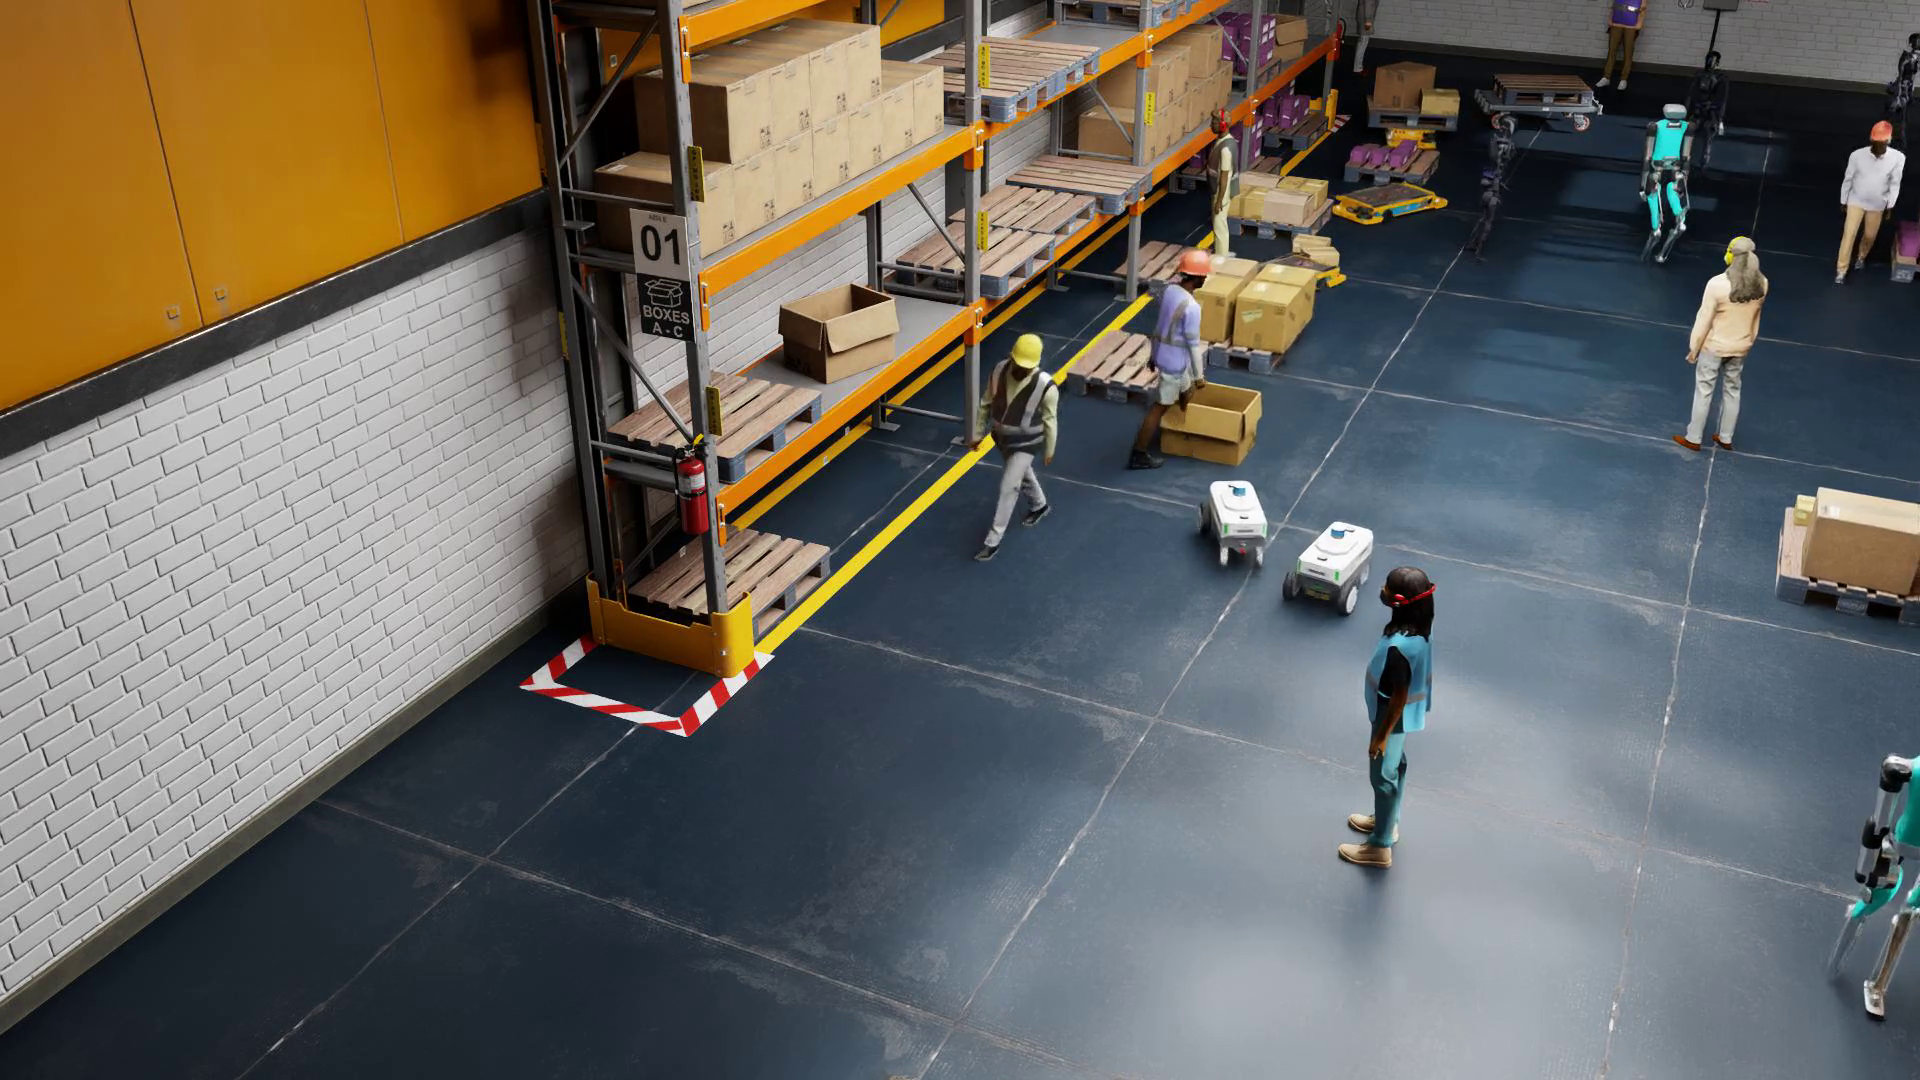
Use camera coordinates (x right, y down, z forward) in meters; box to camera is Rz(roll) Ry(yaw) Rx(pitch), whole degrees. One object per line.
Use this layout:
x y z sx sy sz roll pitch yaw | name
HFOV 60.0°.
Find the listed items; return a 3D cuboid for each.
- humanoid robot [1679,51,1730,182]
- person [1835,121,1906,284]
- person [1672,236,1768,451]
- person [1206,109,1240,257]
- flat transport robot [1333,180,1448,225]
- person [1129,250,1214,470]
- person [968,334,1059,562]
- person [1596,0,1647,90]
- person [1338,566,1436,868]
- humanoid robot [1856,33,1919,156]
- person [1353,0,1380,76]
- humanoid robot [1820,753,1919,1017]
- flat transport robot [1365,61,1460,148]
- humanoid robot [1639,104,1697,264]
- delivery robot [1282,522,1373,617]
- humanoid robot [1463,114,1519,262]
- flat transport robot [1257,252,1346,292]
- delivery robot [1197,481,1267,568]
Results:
9.506 -5.391 21.248 0.545 1.646 0.607 -20 34 -32 | humanoid robot
9.849 -3.701 18.046 0.558 1.726 0.762 14 31 24 | person
6.480 -1.655 14.129 0.571 1.865 0.393 -3 28 -5 | person
2.839 -3.749 18.030 0.376 1.838 0.561 1 28 3 | person
5.246 -4.137 20.400 1.431 0.231 0.659 -17 33 -29 | flat transport robot
1.864 -1.489 13.787 0.967 1.879 0.557 -7 29 -12 | person
0.452 -0.771 12.580 0.597 1.765 0.957 24 37 37 | person
10.333 -8.003 25.819 0.530 1.930 0.409 22 35 35 | person
2.403 0.982 9.224 0.375 1.865 0.542 12 31 21 | person
12.675 -5.982 22.385 0.584 1.621 0.788 -24 36 -37 | humanoid robot
6.509 -8.353 26.589 0.365 1.825 0.513 3 28 6 | person
4.689 1.623 8.275 0.555 1.890 0.676 9 30 17 | humanoid robot
6.344 -5.810 23.501 0.659 0.231 1.431 5 29 9 | flat transport robot
7.788 -3.813 18.300 0.546 1.828 0.746 1 28 1 | humanoid robot
2.723 0.167 12.110 0.499 0.587 0.789 17 33 29 | delivery robot
5.924 -3.955 18.581 0.412 1.638 0.598 9 30 17 | humanoid robot
3.457 -2.782 17.886 1.431 0.231 0.659 -23 36 -36 | flat transport robot
2.115 -0.163 12.747 0.499 0.612 0.796 0 28 -1 | delivery robot
